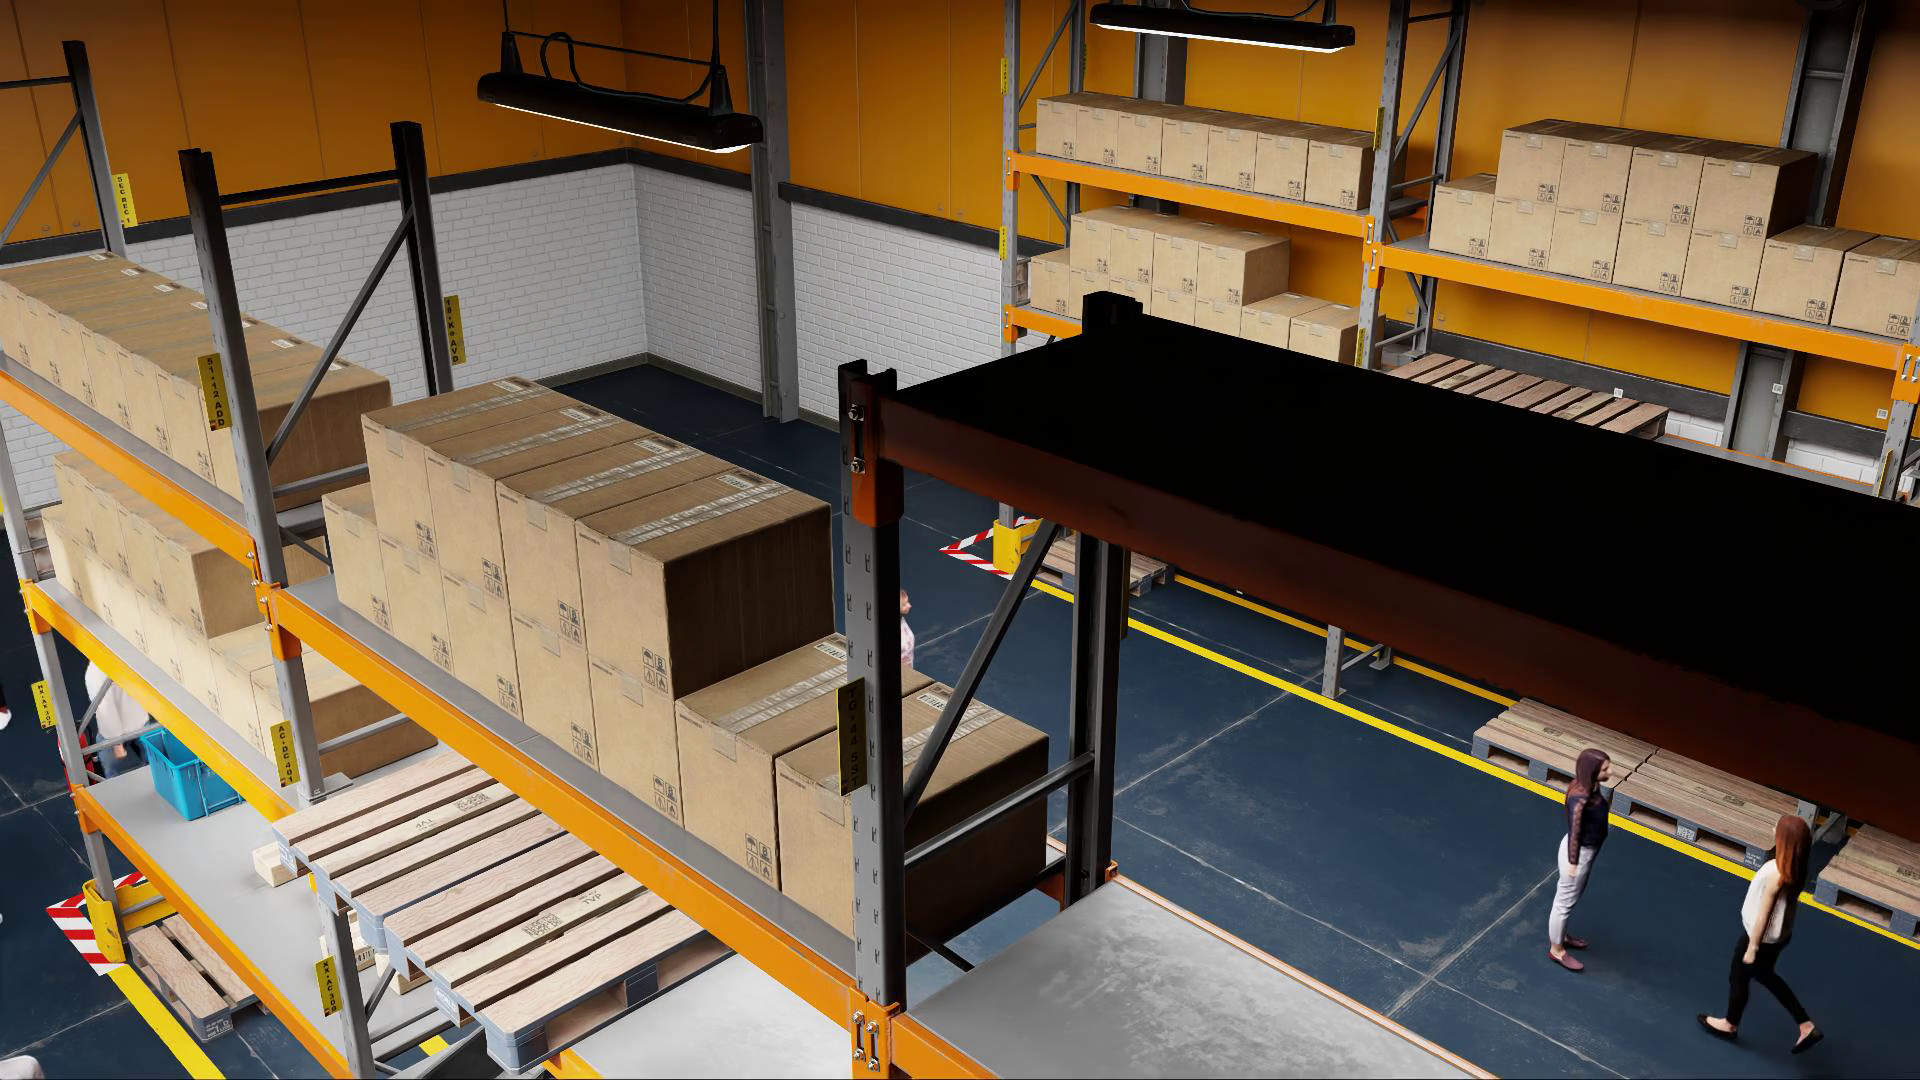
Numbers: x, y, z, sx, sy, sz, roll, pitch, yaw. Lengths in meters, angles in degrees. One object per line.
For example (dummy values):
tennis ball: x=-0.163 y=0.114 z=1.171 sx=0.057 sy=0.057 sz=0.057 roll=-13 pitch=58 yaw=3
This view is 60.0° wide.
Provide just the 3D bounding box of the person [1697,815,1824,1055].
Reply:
person: x=5.056 y=2.475 z=10.262 sx=0.619 sy=1.704 sz=0.951 roll=-19 pitch=30 yaw=-37

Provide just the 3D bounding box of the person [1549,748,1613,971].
person: x=4.178 y=2.120 z=11.196 sx=0.634 sy=1.607 sz=0.661 roll=12 pitch=26 yaw=25
